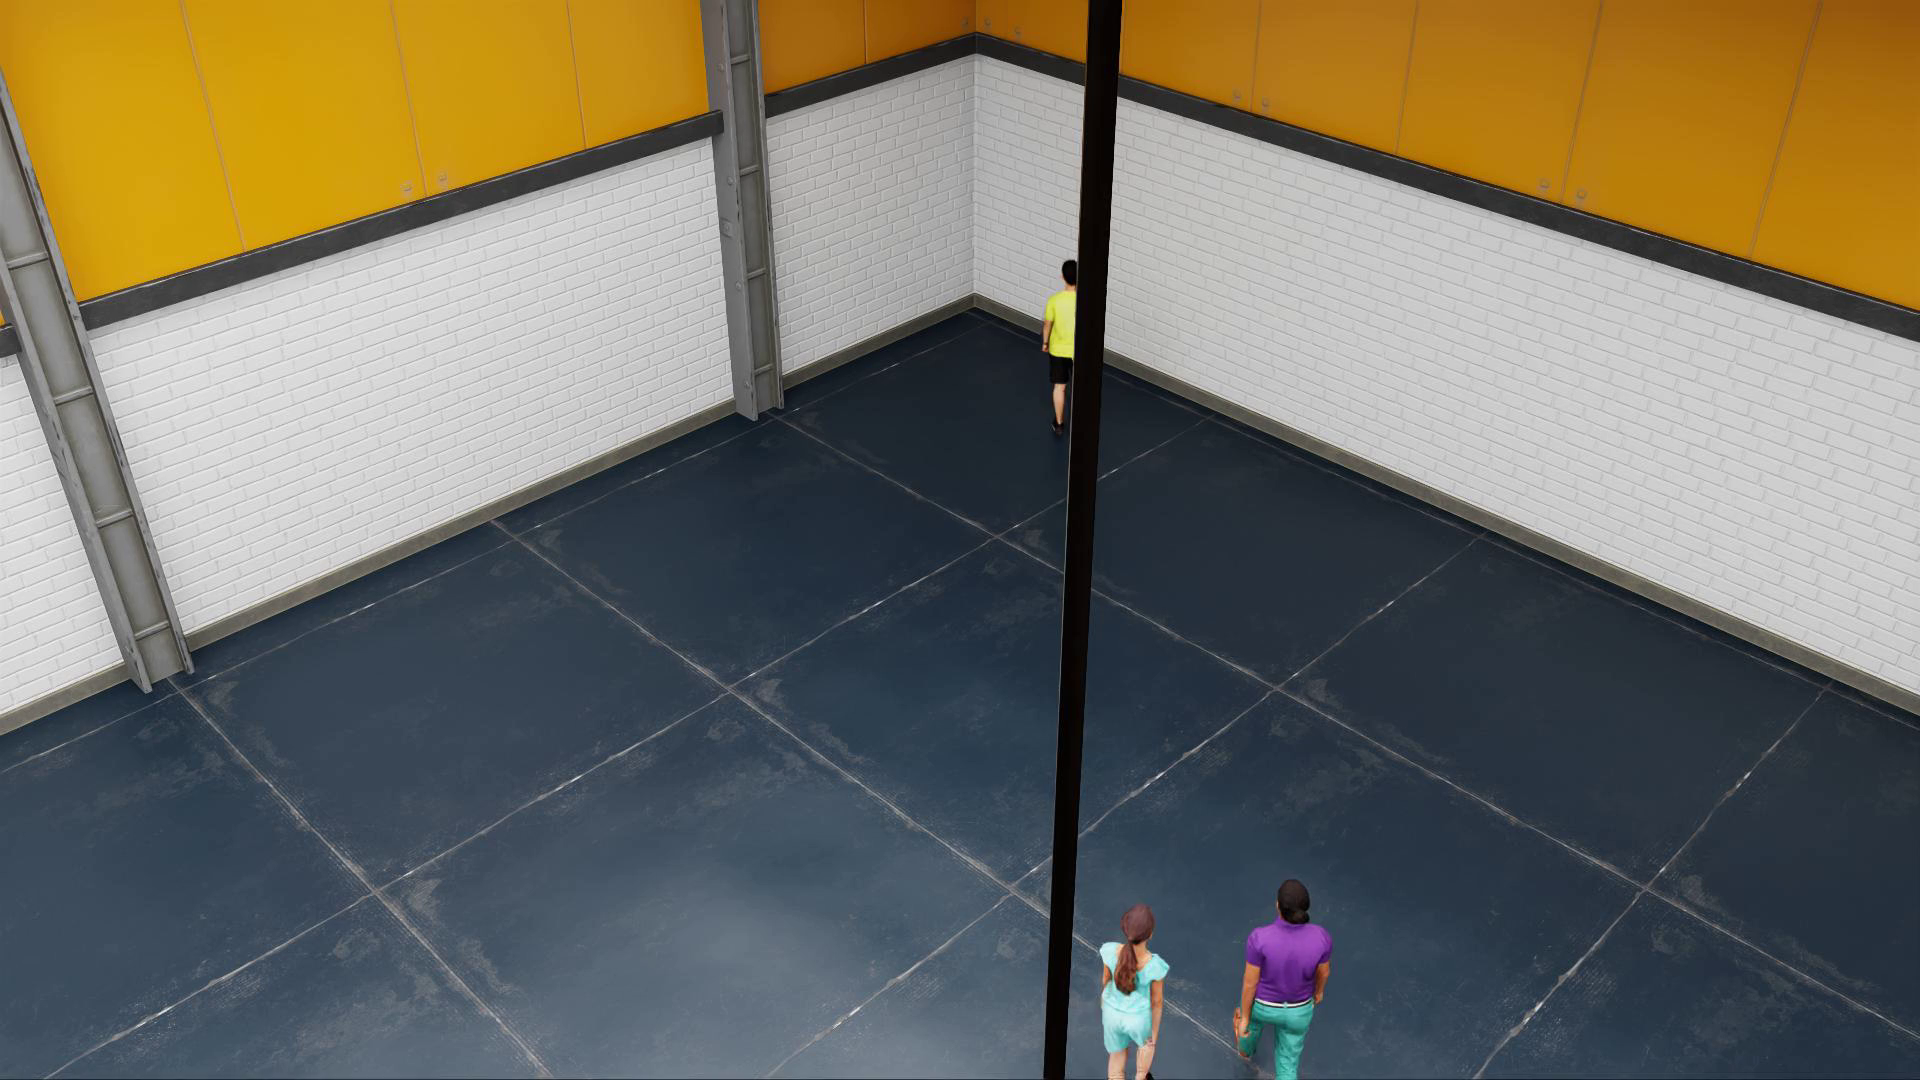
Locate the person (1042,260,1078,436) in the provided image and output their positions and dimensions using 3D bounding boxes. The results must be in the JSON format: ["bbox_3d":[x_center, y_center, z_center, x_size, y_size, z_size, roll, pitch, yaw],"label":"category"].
[{"bbox_3d":[1.022,-1.783,15.739,1.049,1.662,1.114,1,34,2],"label":"person"}]

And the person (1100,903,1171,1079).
[{"bbox_3d":[0.910,2.656,9.165,0.653,1.547,0.701,11,35,15],"label":"person"}]

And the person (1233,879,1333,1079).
[{"bbox_3d":[1.752,2.628,9.053,1.145,1.718,1.227,1,34,1],"label":"person"}]
